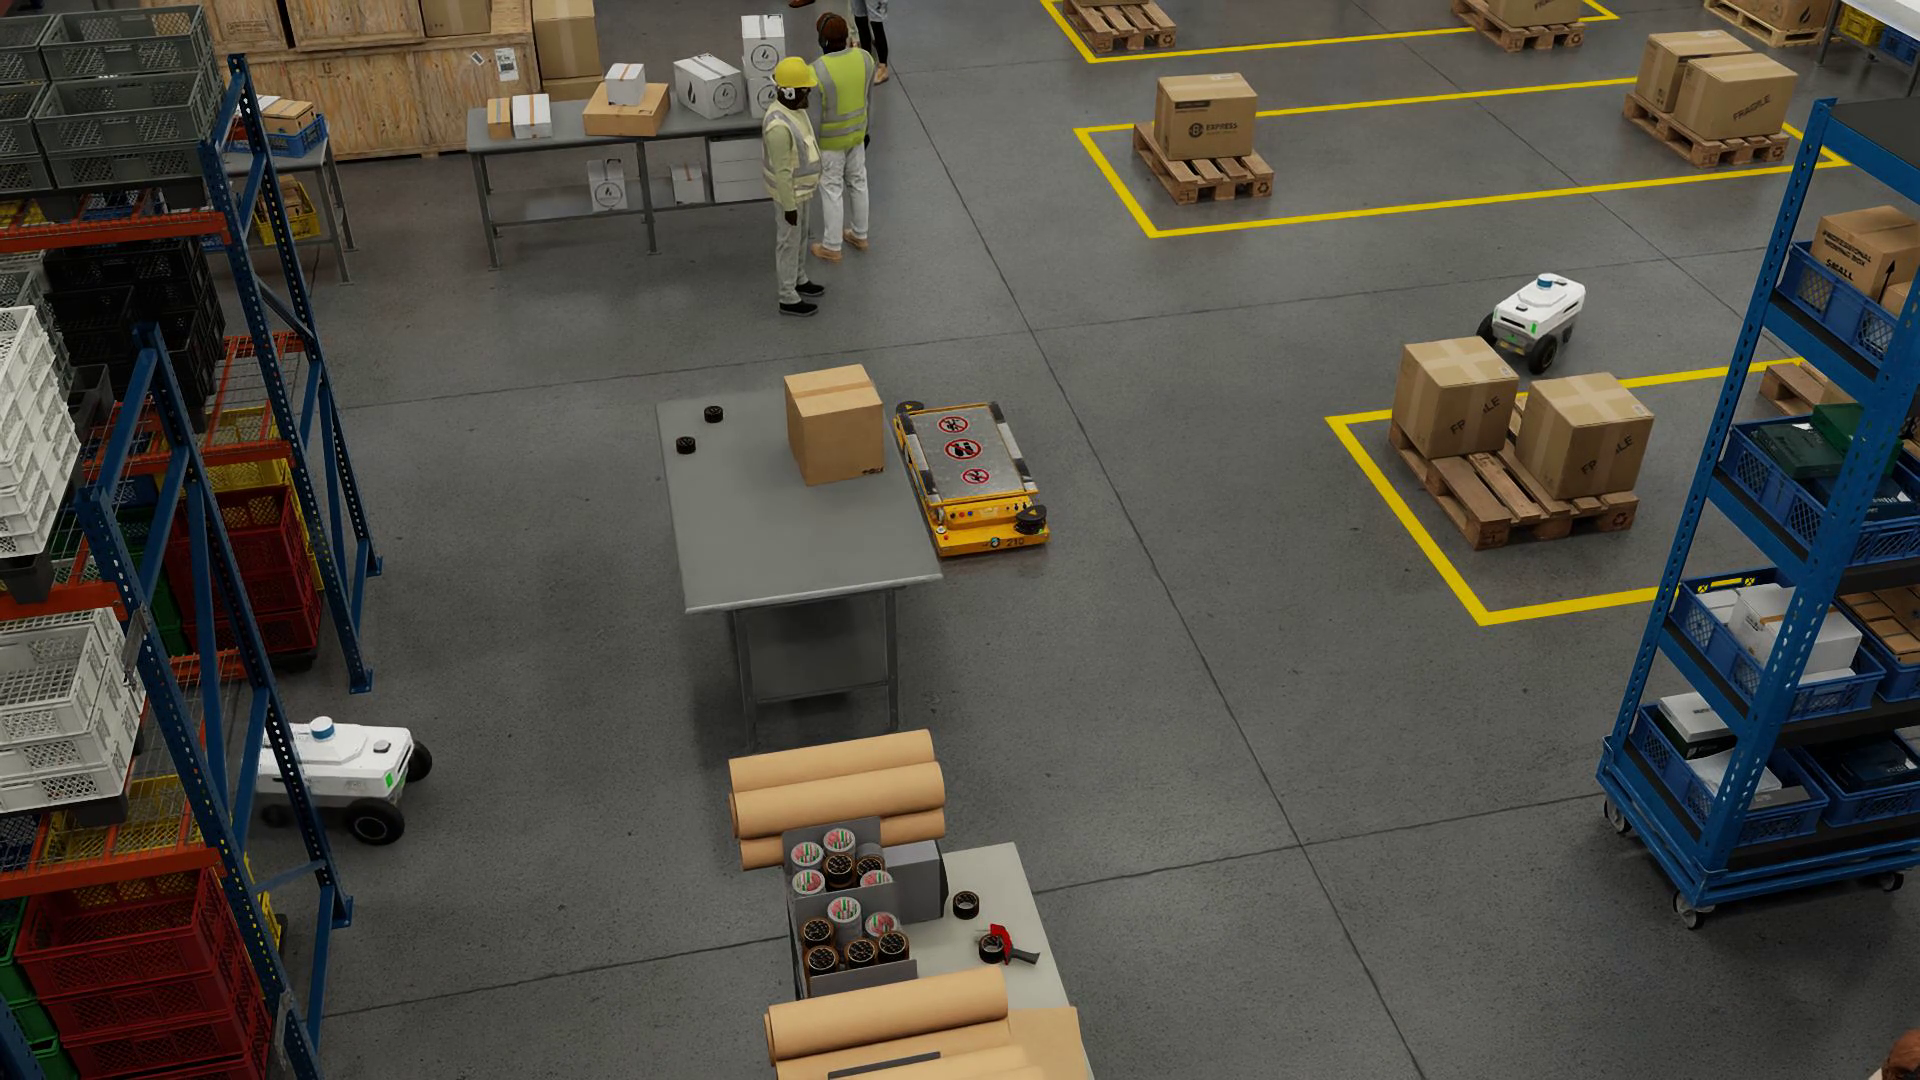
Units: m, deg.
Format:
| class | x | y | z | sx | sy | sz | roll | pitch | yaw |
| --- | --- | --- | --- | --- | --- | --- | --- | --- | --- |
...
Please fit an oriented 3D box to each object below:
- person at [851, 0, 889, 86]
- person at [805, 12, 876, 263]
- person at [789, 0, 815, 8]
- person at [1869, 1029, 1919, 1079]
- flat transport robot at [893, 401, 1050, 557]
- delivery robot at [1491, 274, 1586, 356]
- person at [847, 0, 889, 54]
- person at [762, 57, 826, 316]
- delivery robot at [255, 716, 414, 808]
| class | x | y | z | sx | sy | sz | roll | pitch | yaw |
| --- | --- | --- | --- | --- | --- | --- | --- | --- | --- |
| person | -0.849 | -5.003 | 15.077 | 0.321 | 1.686 | 0.540 | -30 | 46 | -34 |
| person | -0.903 | -2.943 | 12.180 | 0.630 | 1.843 | 0.429 | -30 | 46 | -34 |
| person | -1.701 | -6.368 | 16.730 | 0.409 | 1.909 | 0.641 | -20 | 41 | -24 |
| person | 2.940 | 2.158 | 5.491 | 0.521 | 1.639 | 0.311 | -28 | 45 | -32 |
| flat transport robot | 0.046 | -0.430 | 10.108 | 0.652 | 0.197 | 1.431 | -8 | 37 | -10 |
| delivery robot | 3.948 | -1.578 | 11.339 | 0.707 | 0.478 | 0.477 | -30 | 46 | -34 |
| person | -0.904 | -5.463 | 15.560 | 0.520 | 1.856 | 0.334 | -14 | 39 | -19 |
| person | -1.148 | -2.451 | 11.538 | 0.403 | 1.824 | 0.596 | 4 | 37 | 5 |
| delivery robot | -2.953 | 1.040 | 7.821 | 0.707 | 0.478 | 0.477 | 2 | 37 | 3 |
